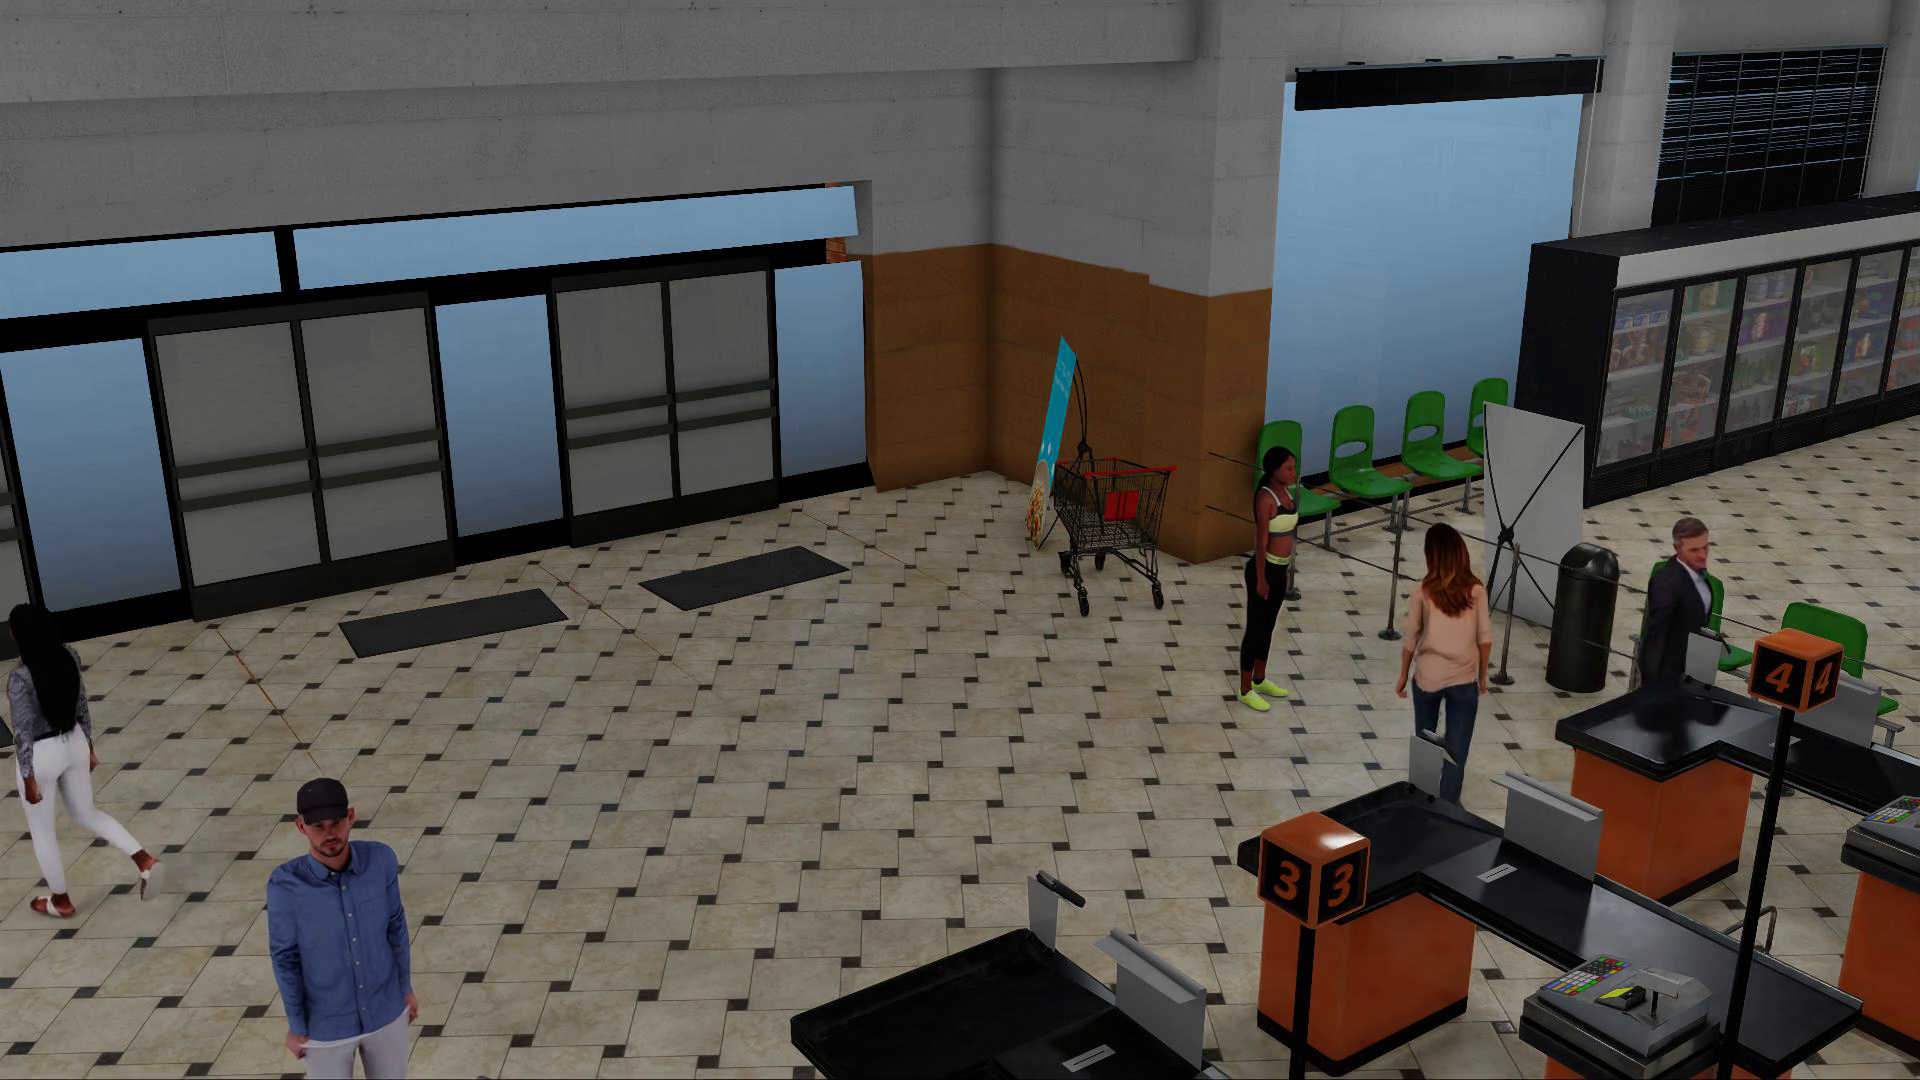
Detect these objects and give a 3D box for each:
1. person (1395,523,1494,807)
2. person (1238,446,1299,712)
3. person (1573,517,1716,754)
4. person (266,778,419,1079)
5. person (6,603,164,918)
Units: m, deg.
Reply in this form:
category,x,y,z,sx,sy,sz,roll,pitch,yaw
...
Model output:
category,x,y,z,sx,sy,sz,roll,pitch,yaw
person,2.681,0.842,9.139,1.124,1.730,1.087,9,21,26
person,2.012,0.228,10.921,0.597,1.754,0.618,14,23,36
person,3.953,0.705,9.440,1.217,1.796,0.979,11,21,29
person,-2.266,1.749,6.199,0.651,1.888,0.551,-13,23,-34
person,-4.442,1.132,8.316,1.074,1.706,0.965,5,19,15
